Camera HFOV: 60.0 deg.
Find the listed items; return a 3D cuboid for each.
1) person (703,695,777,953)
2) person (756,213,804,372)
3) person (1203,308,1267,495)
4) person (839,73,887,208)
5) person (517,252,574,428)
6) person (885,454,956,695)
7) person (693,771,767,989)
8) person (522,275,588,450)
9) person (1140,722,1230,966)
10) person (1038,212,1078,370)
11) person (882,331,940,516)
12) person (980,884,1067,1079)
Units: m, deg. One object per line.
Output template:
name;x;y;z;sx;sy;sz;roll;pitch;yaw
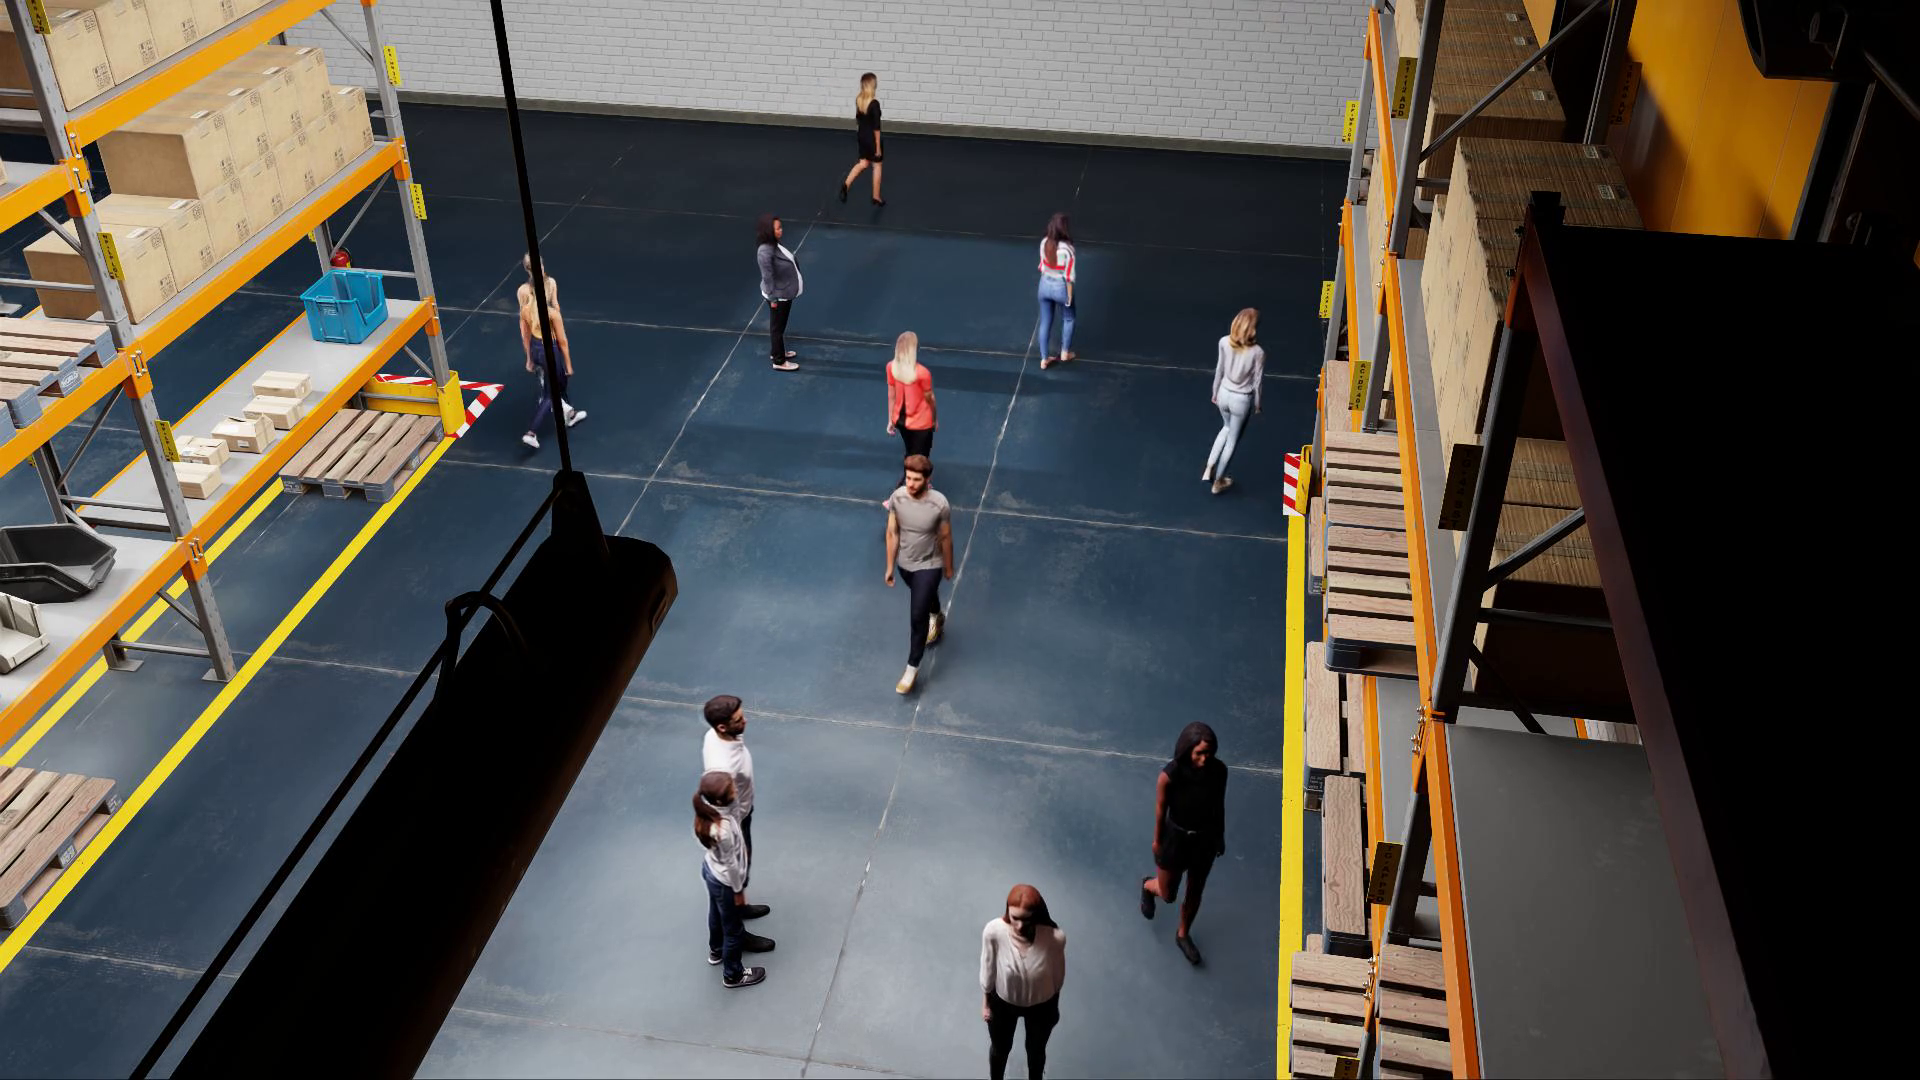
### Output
person;-1.379;1.670;9.979;0.753;1.868;0.621;-5;34;-8
person;-1.815;-2.463;16.439;0.807;1.600;0.697;-3;34;-5
person;2.323;-1.137;14.283;0.771;1.778;0.833;26;41;33
person;-1.143;-4.699;19.746;0.967;1.664;0.872;-25;41;-33
person;-3.829;-1.849;15.442;1.009;1.681;1.028;-24;40;-31
person;-0.267;0.131;12.317;0.837;1.843;1.283;12;36;18
person;-1.396;1.971;9.807;0.679;1.557;0.601;-16;37;-23
person;-3.790;-1.591;15.134;0.870;1.592;1.202;19;38;26
person;1.333;1.755;9.977;0.794;1.729;0.912;-10;35;-15
person;0.895;-2.424;16.381;0.697;1.599;0.730;16;37;22
person;-0.446;-0.938;14.081;0.883;1.670;1.124;21;39;28
person;0.331;2.480;8.858;0.620;1.759;0.526;2;34;2
